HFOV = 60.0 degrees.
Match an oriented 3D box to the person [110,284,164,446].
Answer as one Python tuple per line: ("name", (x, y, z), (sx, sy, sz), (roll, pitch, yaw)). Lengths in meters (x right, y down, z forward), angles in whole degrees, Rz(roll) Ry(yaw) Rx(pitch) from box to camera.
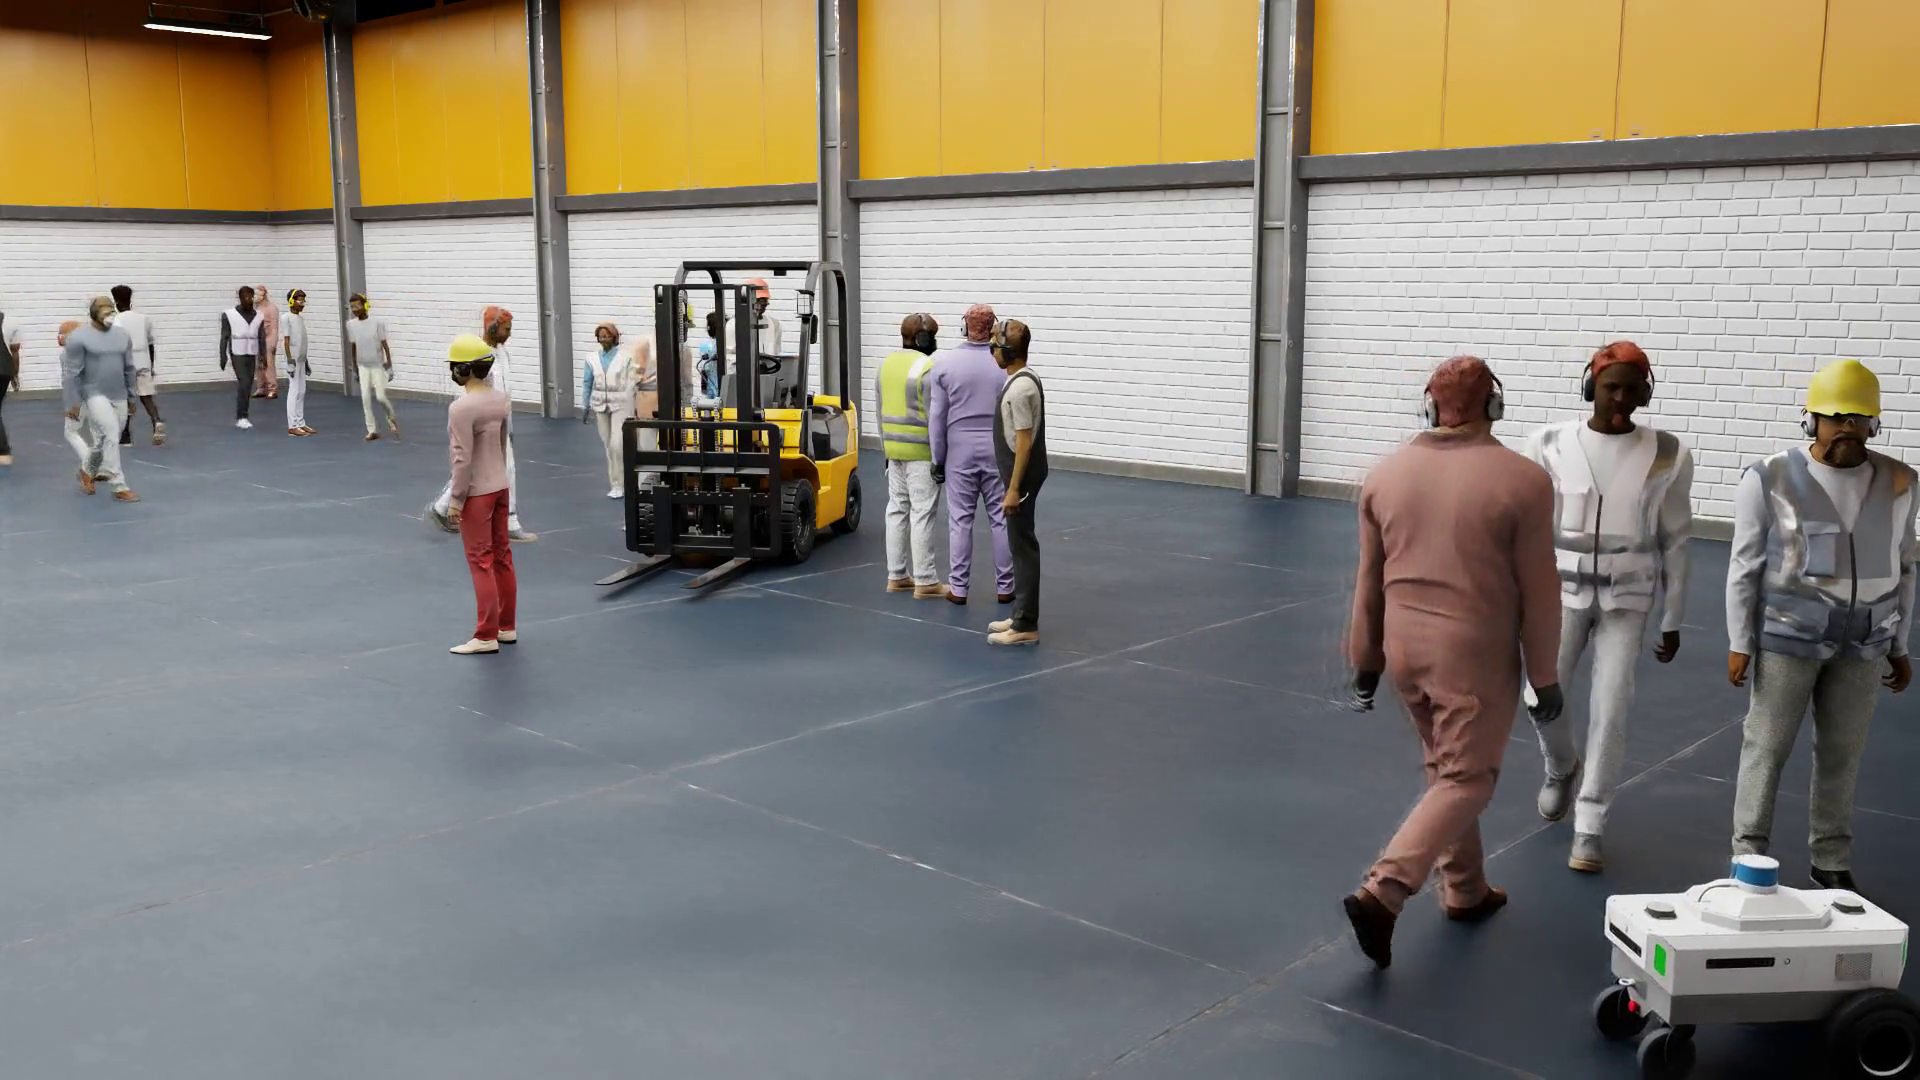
("person", (-9.793, -2.056, 19.710), (0.807, 1.946, 0.613), (8, 12, 41))

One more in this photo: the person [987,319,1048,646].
("person", (0.320, -0.319, 9.385), (0.346, 1.841, 0.506), (1, 9, 6))

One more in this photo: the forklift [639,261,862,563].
("forklift", (-1.552, -1.040, 12.721), (1.214, 2.155, 2.313), (2, 9, 11))

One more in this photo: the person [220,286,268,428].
("person", (-9.514, -2.433, 22.202), (0.653, 1.884, 0.621), (6, 11, 32))

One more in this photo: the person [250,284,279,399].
("person", (-11.303, -3.207, 26.998), (0.673, 1.870, 0.467), (4, 10, 21))

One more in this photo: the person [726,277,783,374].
("person", (-1.871, -1.398, 15.372), (0.609, 2.044, 0.396), (-8, 12, -40))

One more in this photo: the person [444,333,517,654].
("person", (-2.668, -0.251, 9.190), (0.314, 1.769, 0.524), (2, 9, 12))

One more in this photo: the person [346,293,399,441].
("person", (-7.257, -2.137, 20.560), (0.549, 1.831, 0.603), (1, 9, 6))

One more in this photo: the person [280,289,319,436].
("person", (-8.450, -2.265, 21.243), (0.329, 1.865, 0.509), (0, 9, 2))

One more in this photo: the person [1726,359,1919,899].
("person", (2.842, 0.321, 5.484), (0.601, 1.830, 0.403), (1, 9, 5))

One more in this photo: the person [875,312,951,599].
("person", (-0.276, -0.546, 10.777), (0.429, 1.839, 0.634), (-7, 12, -38))

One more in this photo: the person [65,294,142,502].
("person", (-7.917, -1.310, 15.307), (0.931, 1.904, 0.629), (5, 10, 26))

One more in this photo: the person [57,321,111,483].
("person", (-8.695, -1.363, 16.515), (0.411, 1.605, 0.507), (2, 10, 14))

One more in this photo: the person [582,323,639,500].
("person", (-3.237, -1.178, 15.294), (0.546, 1.617, 0.590), (2, 10, 15))

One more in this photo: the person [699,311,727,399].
("person", (-2.517, -1.500, 17.088), (0.472, 1.679, 0.563), (7, 12, 37))

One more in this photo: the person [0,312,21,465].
("person", (-10.707, -1.851, 18.160), (1.012, 2.000, 0.684), (4, 10, 23))

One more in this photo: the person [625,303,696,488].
("person", (-2.456, -1.017, 13.575), (0.378, 1.877, 0.699), (8, 12, 42))

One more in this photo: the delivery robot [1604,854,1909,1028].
("delivery robot", (2.106, 1.083, 4.429), (0.707, 0.478, 0.477), (-1, 9, -4))

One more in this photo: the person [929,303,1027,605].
("person", (0.124, -0.539, 10.530), (0.651, 1.906, 0.403), (-1, 9, -4))

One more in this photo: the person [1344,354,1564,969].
("person", (1.486, 0.363, 5.131), (0.898, 1.863, 0.640), (-7, 12, -38))

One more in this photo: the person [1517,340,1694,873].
("person", (2.281, 0.221, 5.957), (0.610, 1.872, 0.557), (4, 10, 23))

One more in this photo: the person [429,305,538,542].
("person", (-3.736, -0.900, 12.958), (0.853, 1.848, 0.609), (3, 10, 16))
